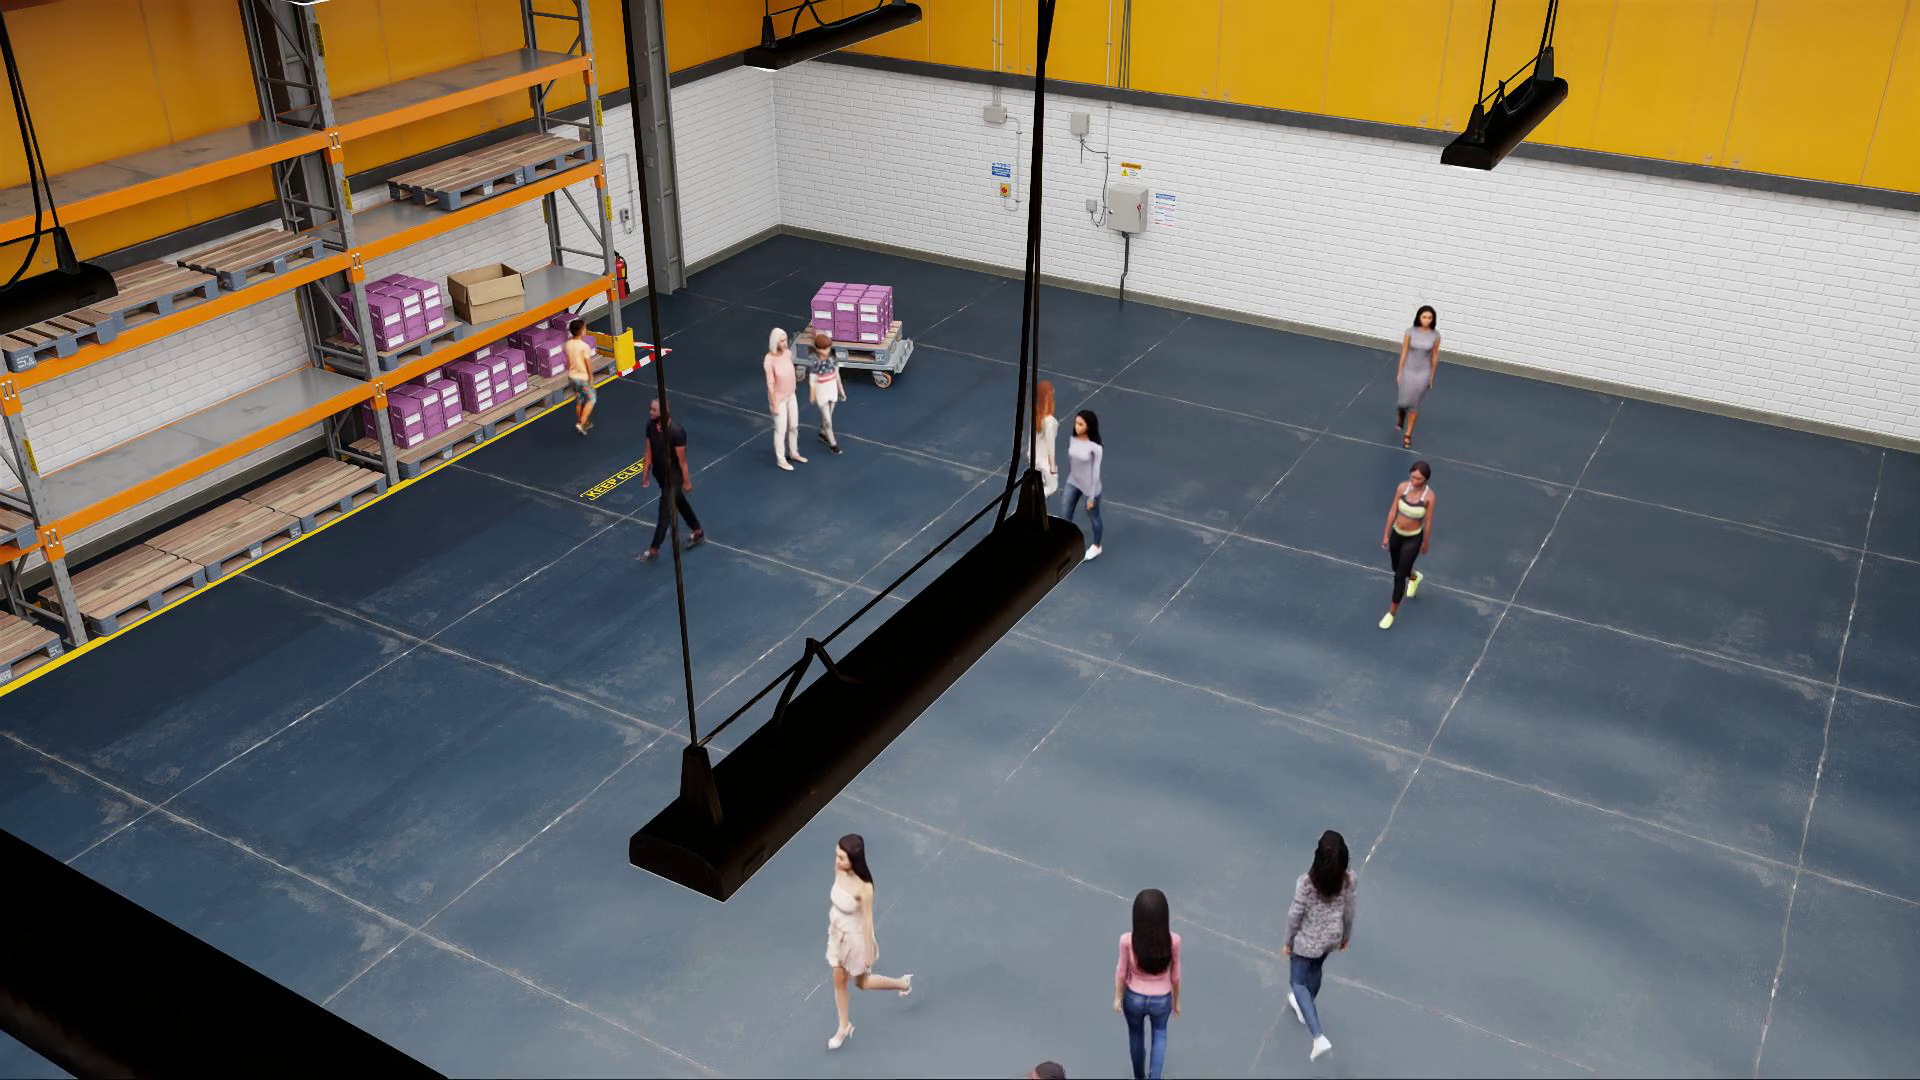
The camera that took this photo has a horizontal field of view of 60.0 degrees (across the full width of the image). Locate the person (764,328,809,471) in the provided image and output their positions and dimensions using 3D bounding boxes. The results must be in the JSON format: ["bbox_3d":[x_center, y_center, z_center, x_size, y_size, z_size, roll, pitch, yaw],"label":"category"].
[{"bbox_3d":[-2.086,-1.656,19.187,0.692,1.724,0.528,18,33,29],"label":"person"}]

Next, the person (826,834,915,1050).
[{"bbox_3d":[-0.647,2.681,11.245,1.032,1.717,0.816,-19,34,-31],"label":"person"}]

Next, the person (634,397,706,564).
[{"bbox_3d":[-2.951,-0.672,17.336,0.845,1.769,1.236,23,36,36],"label":"person"}]

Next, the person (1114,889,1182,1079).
[{"bbox_3d":[1.208,2.991,10.658,0.817,1.734,0.947,0,29,0],"label":"person"}]

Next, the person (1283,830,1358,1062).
[{"bbox_3d":[2.414,2.726,11.168,1.001,1.711,1.081,-6,29,-10],"label":"person"}]

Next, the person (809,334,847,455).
[{"bbox_3d":[-1.615,-1.769,19.715,0.853,1.417,0.745,-23,36,-36],"label":"person"}]

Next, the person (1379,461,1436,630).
[{"bbox_3d":[4.386,-0.022,16.190,0.710,1.725,1.126,24,36,36],"label":"person"}]

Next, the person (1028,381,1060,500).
[{"bbox_3d":[0.815,-0.873,17.779,0.909,1.698,0.819,-13,31,-23],"label":"person"}]

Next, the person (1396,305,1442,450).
[{"bbox_3d":[5.381,-1.961,19.697,0.713,1.772,0.812,6,29,11],"label":"person"}]

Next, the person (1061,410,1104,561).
[{"bbox_3d":[1.364,-0.556,17.188,1.046,1.707,0.828,-24,37,-36],"label":"person"}]

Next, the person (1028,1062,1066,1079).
[{"bbox_3d":[0.461,3.628,9.384,0.797,1.835,0.778,-12,31,-20],"label":"person"}]

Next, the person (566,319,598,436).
[{"bbox_3d":[-4.588,-1.914,19.949,0.596,1.447,0.727,11,30,19],"label":"person"}]
